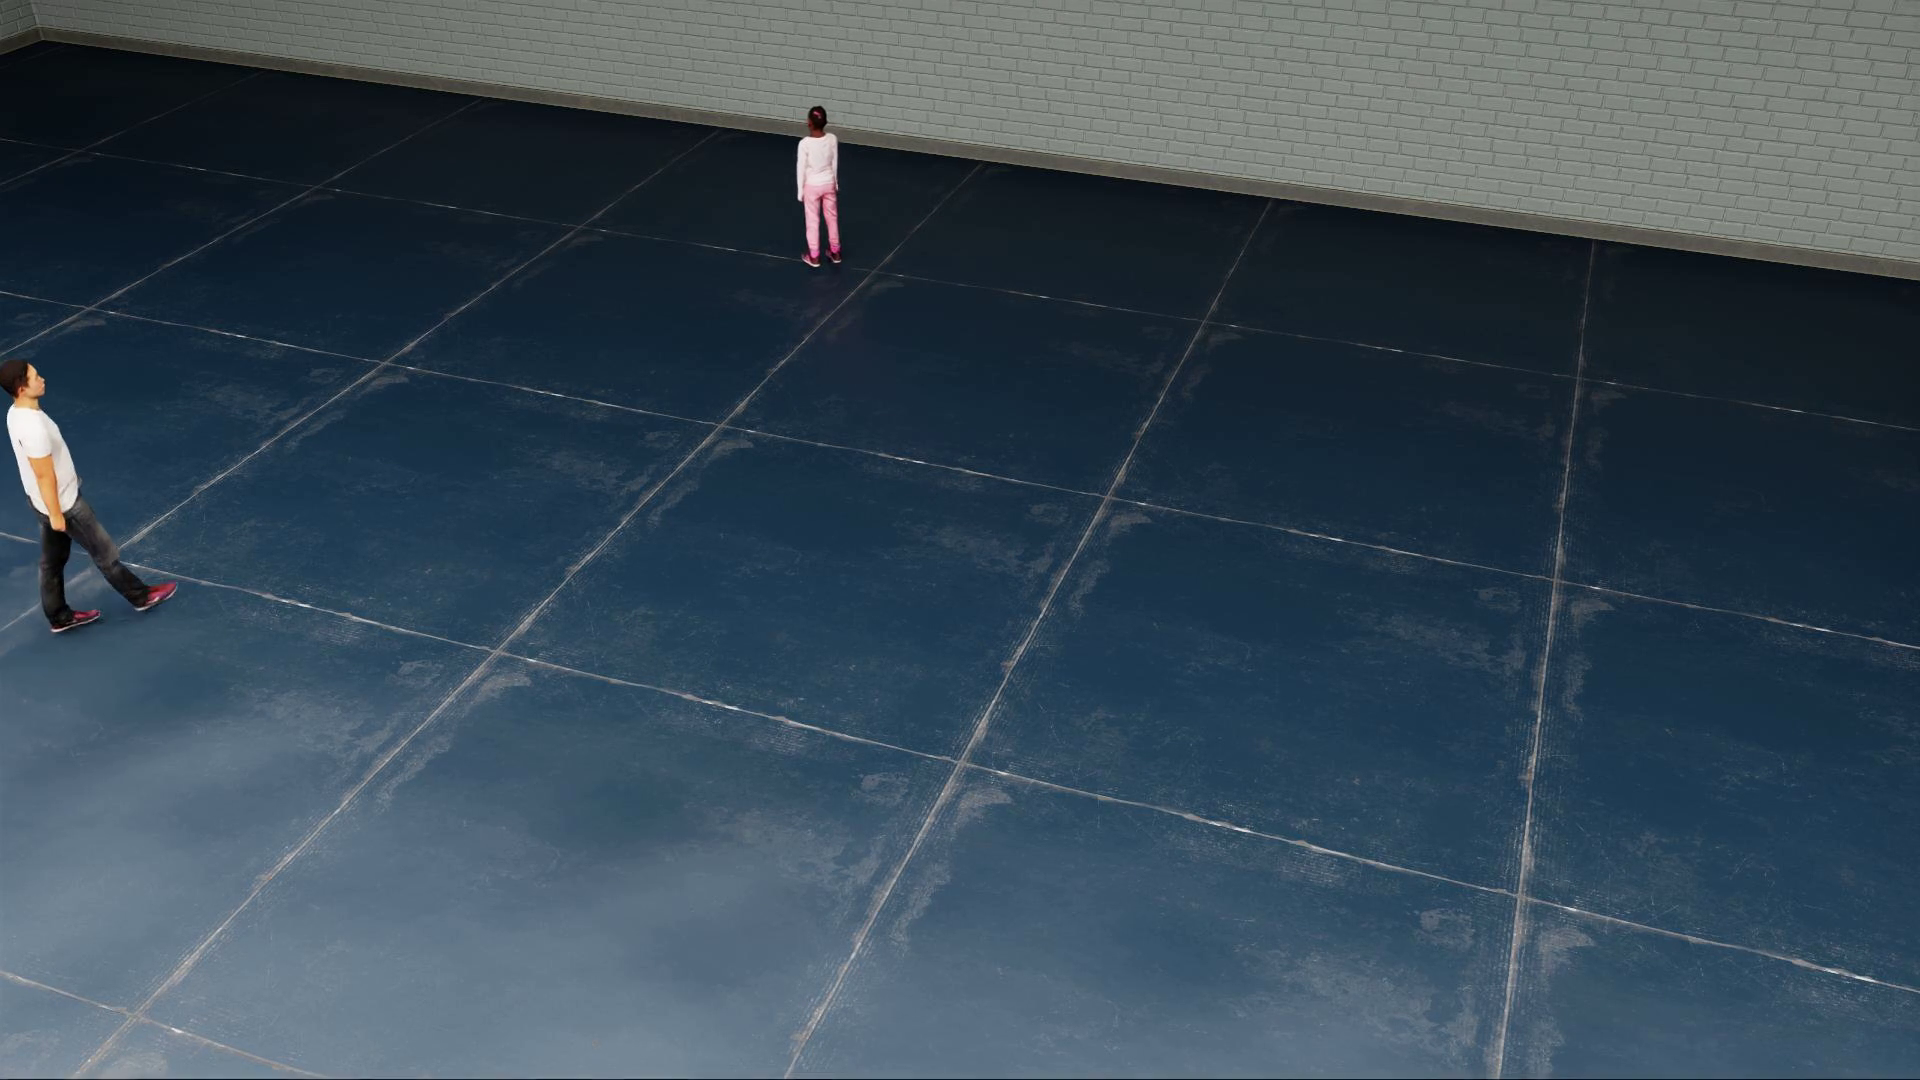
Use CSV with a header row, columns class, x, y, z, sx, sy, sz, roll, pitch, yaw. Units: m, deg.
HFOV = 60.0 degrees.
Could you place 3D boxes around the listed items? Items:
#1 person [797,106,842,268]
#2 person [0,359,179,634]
class,x,y,z,sx,sy,sz,roll,pitch,yaw
person,-1.227,-3.120,14.603,0.612,1.447,0.681,-16,36,-23
person,-5.437,-0.211,9.823,1.106,1.781,0.973,-23,40,-31
